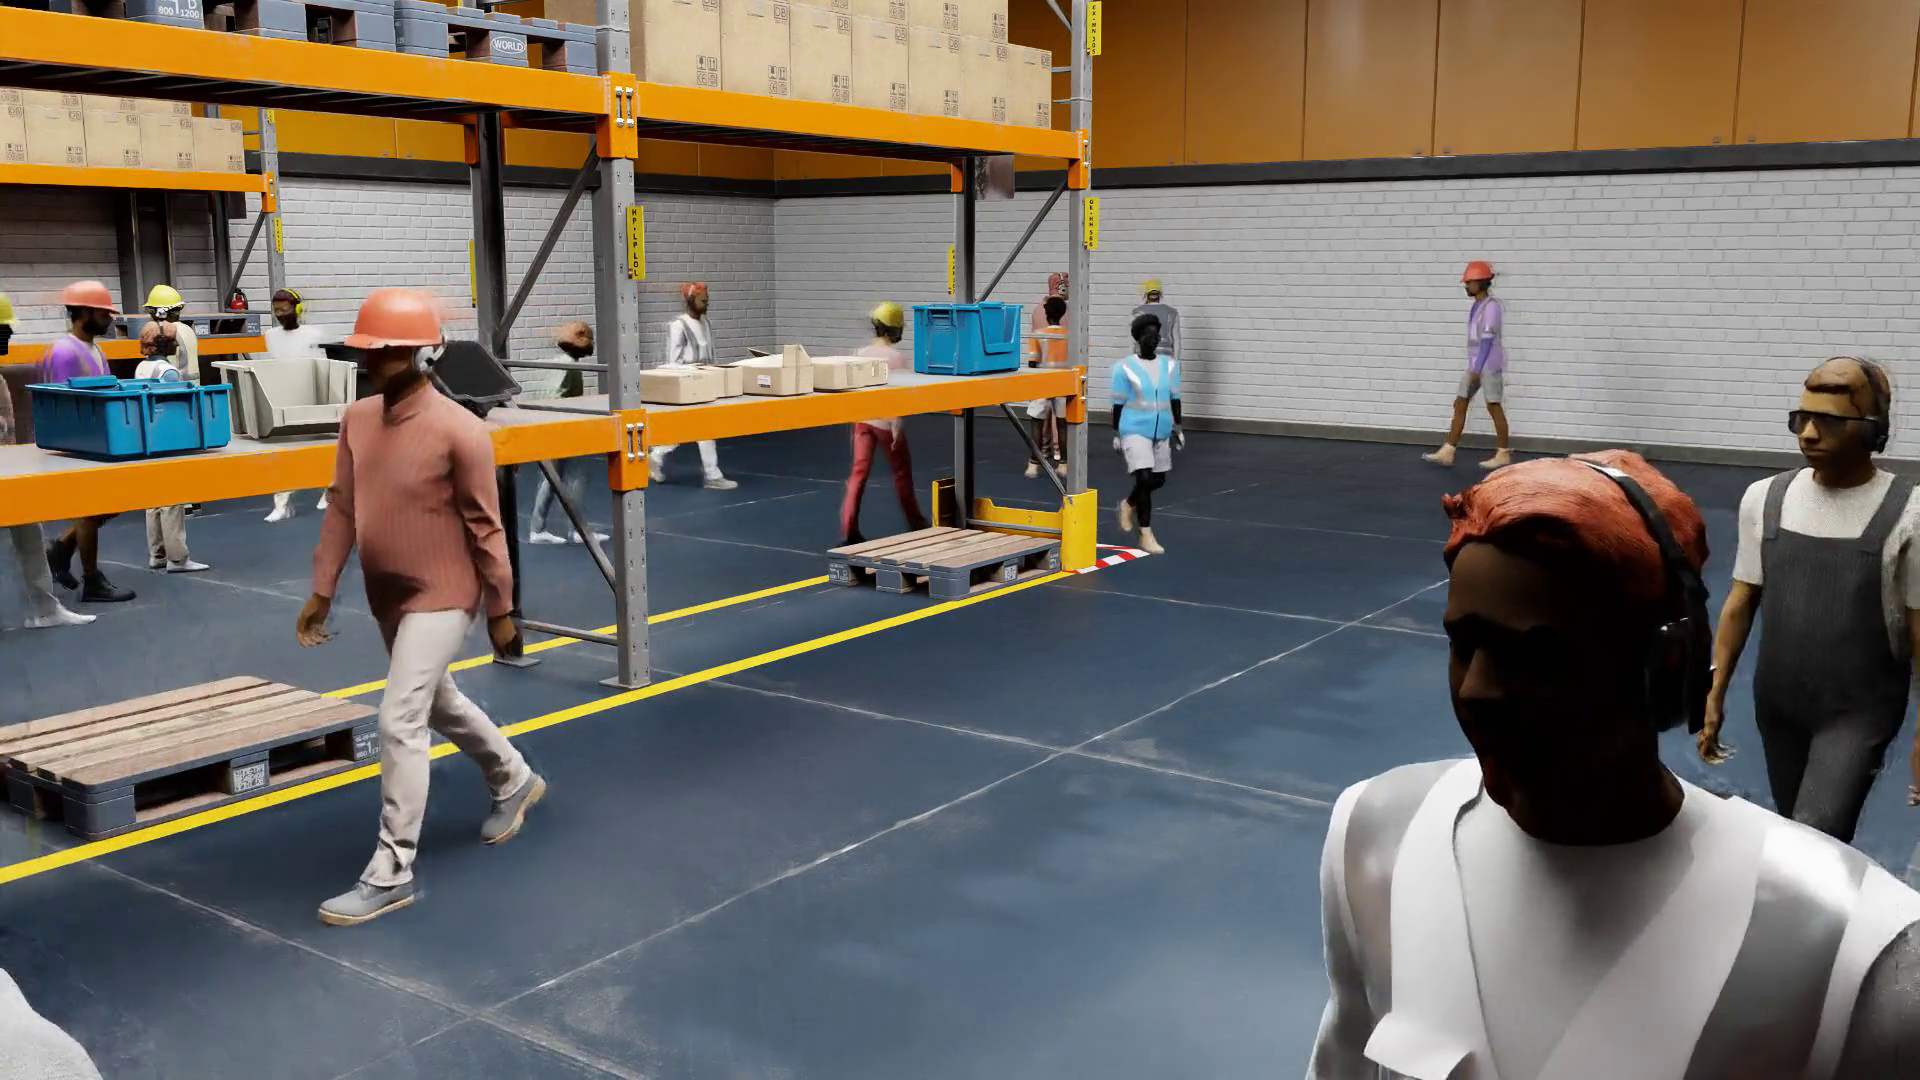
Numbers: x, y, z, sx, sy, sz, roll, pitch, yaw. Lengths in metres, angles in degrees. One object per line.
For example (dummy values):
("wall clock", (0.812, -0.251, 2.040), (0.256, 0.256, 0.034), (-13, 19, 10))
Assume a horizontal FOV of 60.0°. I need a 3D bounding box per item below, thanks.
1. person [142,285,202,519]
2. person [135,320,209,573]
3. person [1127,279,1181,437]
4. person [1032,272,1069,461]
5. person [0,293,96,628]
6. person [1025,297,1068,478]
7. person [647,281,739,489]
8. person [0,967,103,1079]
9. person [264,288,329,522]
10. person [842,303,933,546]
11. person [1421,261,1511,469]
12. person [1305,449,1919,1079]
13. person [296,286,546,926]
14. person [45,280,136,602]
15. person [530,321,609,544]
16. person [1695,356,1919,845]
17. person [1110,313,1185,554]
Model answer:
("person", (-6.189, -1.077, 13.070), (0.403, 1.833, 0.590), (-1, 10, -8))
("person", (-5.168, -0.604, 10.828), (0.525, 1.639, 0.307), (9, 13, 41))
("person", (2.229, -2.079, 19.121), (0.649, 1.804, 0.429), (-1, 10, -6))
("person", (0.996, -1.753, 16.876), (0.400, 1.910, 0.643), (-5, 11, -29))
("person", (-5.273, -0.391, 8.878), (0.956, 1.886, 0.578), (-5, 11, -28))
("person", (0.868, -1.419, 15.533), (0.548, 1.688, 0.336), (-4, 10, -21))
("person", (-2.440, -1.373, 14.804), (0.908, 1.854, 0.571), (3, 10, 16))
("person", (-0.675, 0.907, 1.217), (0.522, 1.857, 0.493), (9, 13, 42))
("person", (-5.255, -1.093, 13.248), (0.532, 1.817, 0.975), (1, 10, 6))
("person", (-0.524, -0.825, 11.915), (0.536, 1.716, 0.892), (8, 12, 40))
("person", (4.951, -1.677, 16.109), (0.949, 1.999, 0.628), (-1, 10, -3))
("person", (0.578, 0.839, 1.553), (0.548, 1.865, 0.593), (-8, 12, -40))
("person", (-1.693, 0.158, 5.383), (0.604, 1.959, 0.997), (6, 12, 34))
("person", (-5.226, -0.575, 9.855), (0.540, 1.913, 0.598), (-1, 10, -5))
("person", (-2.798, -0.763, 11.883), (0.654, 1.585, 0.524), (-2, 10, -13))
("person", (2.197, 0.428, 4.219), (0.971, 1.804, 0.531), (-6, 11, -33))
("person", (1.277, -0.769, 11.727), (0.530, 1.668, 0.733), (-4, 10, -24))
